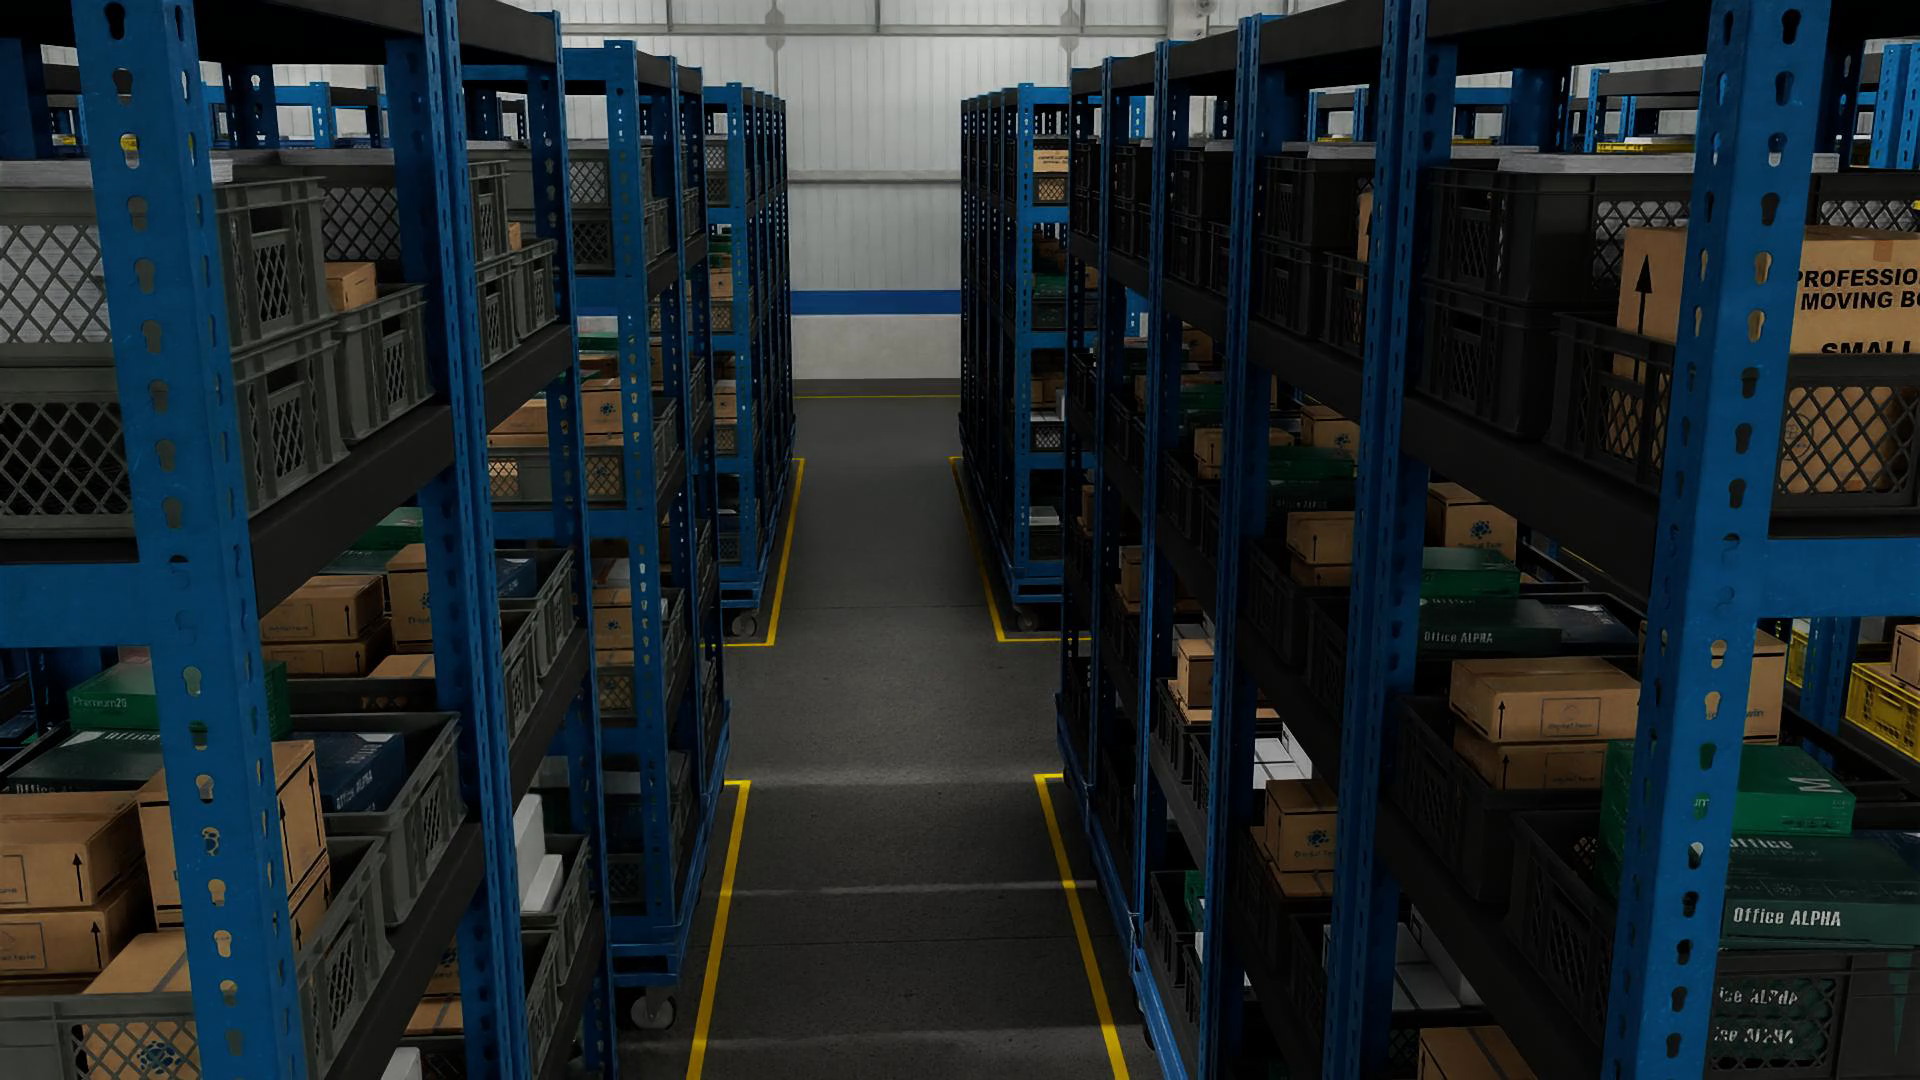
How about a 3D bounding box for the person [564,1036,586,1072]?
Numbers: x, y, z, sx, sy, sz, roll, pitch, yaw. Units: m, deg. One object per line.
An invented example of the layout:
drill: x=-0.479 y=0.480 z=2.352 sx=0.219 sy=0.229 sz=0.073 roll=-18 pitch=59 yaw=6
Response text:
person: x=-1.770 y=1.072 z=5.748 sx=0.972 sy=1.787 sz=0.582 roll=5 pitch=15 yaw=20
